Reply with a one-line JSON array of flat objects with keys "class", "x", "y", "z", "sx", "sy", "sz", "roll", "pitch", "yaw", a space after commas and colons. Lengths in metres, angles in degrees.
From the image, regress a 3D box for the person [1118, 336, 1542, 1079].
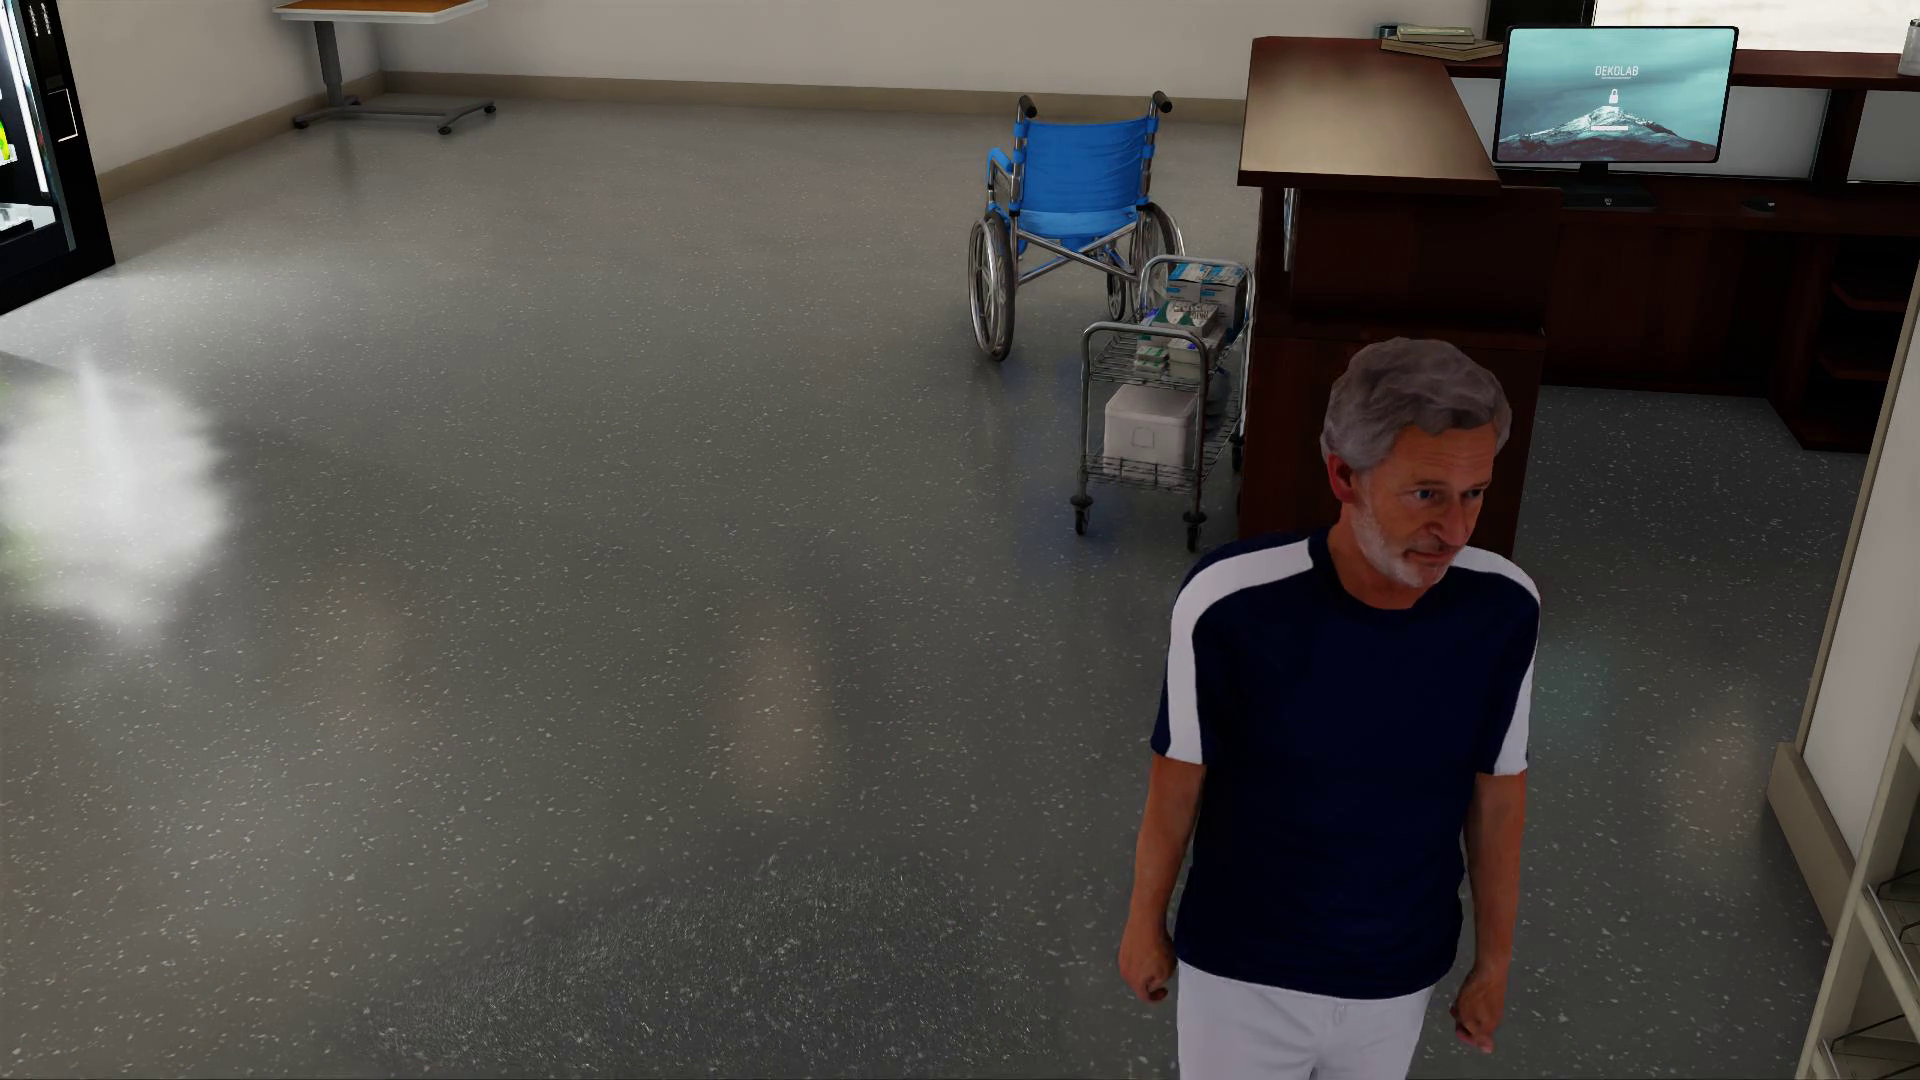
[{"class": "person", "x": 0.479, "y": 0.532, "z": 2.396, "sx": 0.853, "sy": 1.803, "sz": 1.080, "roll": -3, "pitch": 26, "yaw": -6}]
